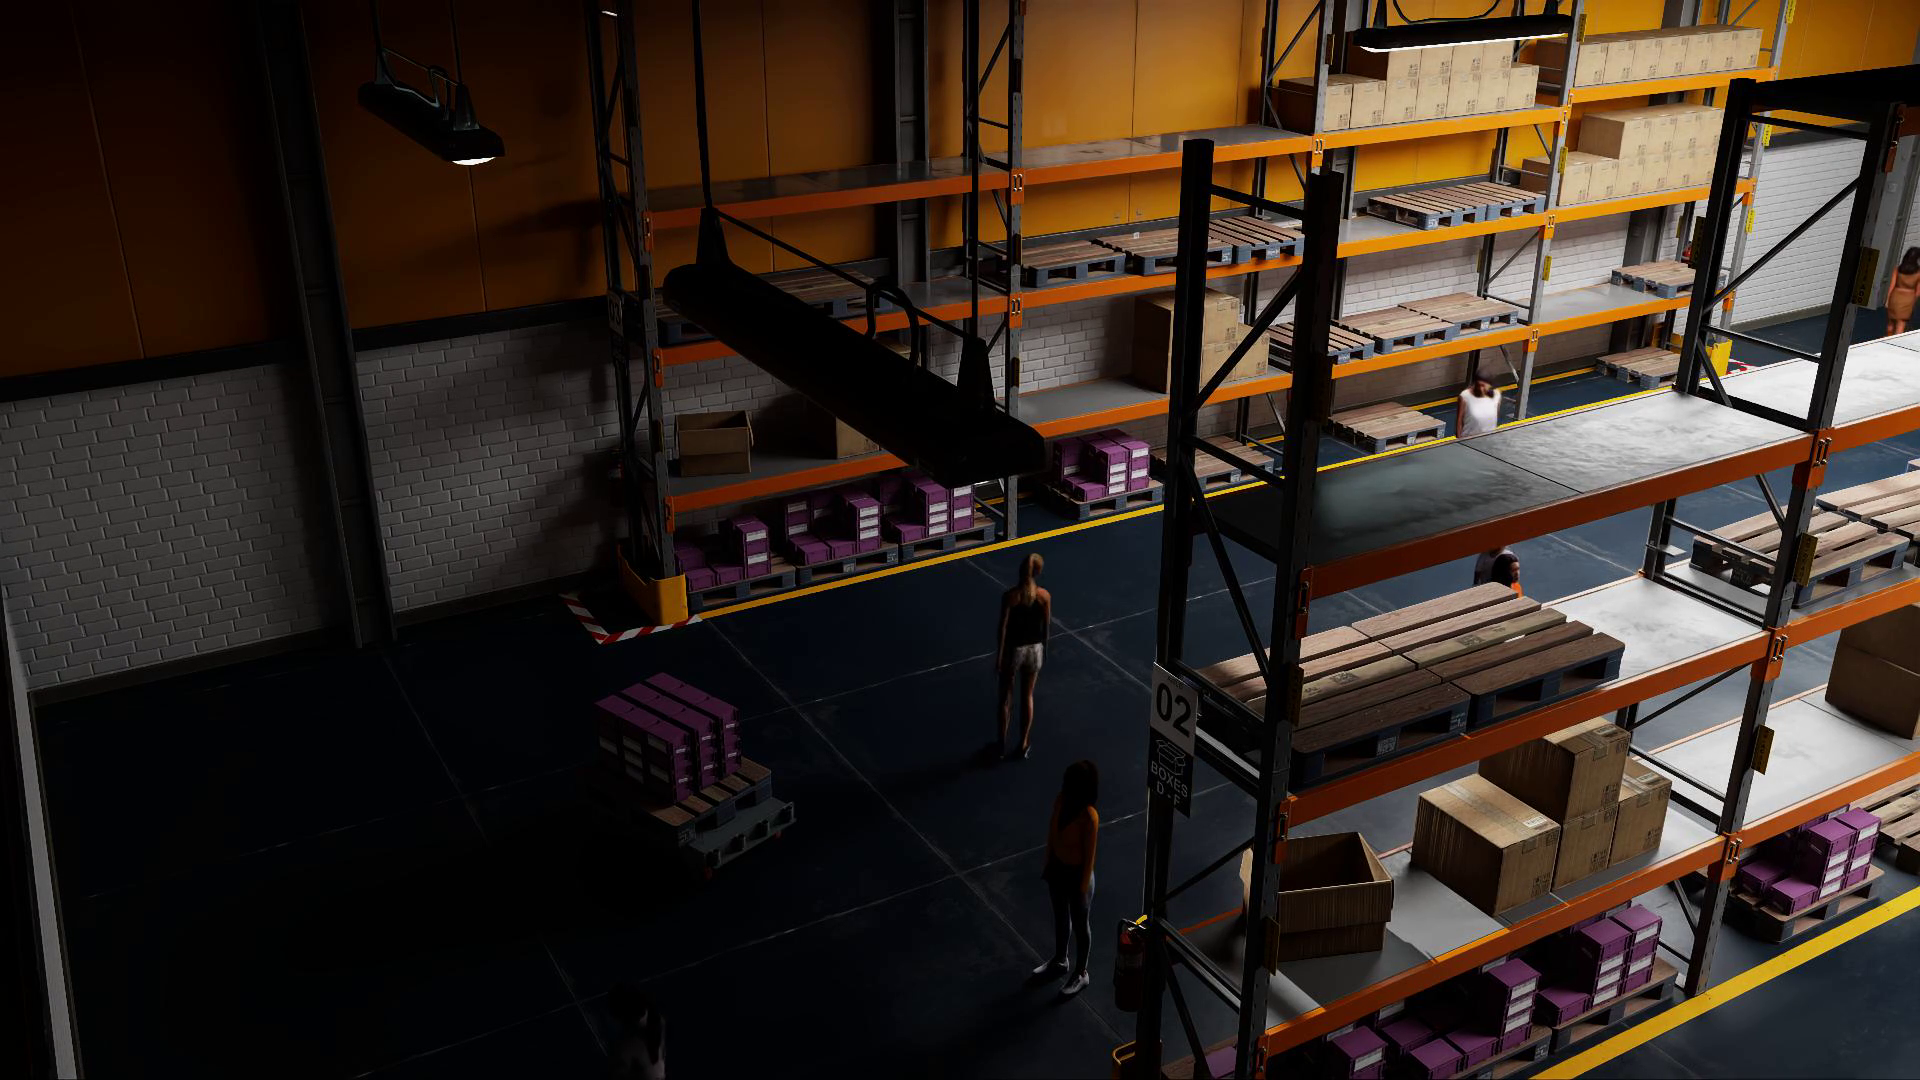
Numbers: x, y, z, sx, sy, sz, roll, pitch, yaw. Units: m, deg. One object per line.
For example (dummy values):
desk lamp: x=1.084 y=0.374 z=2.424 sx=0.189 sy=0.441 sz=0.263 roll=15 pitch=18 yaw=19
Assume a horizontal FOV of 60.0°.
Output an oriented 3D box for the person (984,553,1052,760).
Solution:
person: x=0.511 y=0.990 z=14.014 sx=0.729 sy=1.811 sz=0.880 roll=-10 pitch=25 yaw=-21

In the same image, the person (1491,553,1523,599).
person: x=4.595 y=0.922 z=14.249 sx=0.570 sy=1.749 sz=0.729 roll=-21 pitch=31 yaw=-39

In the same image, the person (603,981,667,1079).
person: x=-1.702 y=3.164 z=9.221 sx=0.857 sy=1.667 sz=0.797 roll=7 pitch=24 yaw=15

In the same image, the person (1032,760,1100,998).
person: x=0.754 y=2.252 z=11.203 sx=0.608 sy=1.751 sz=0.608 roll=-17 pitch=29 yaw=-34

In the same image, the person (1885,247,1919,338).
person: x=13.749 y=-3.411 z=24.284 sx=0.885 sy=1.649 sz=1.182 roll=15 pitch=28 yaw=31

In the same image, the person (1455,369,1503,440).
person: x=5.993 y=-1.208 z=19.226 sx=0.799 sy=1.664 sz=0.871 roll=-3 pitch=24 yaw=-6
